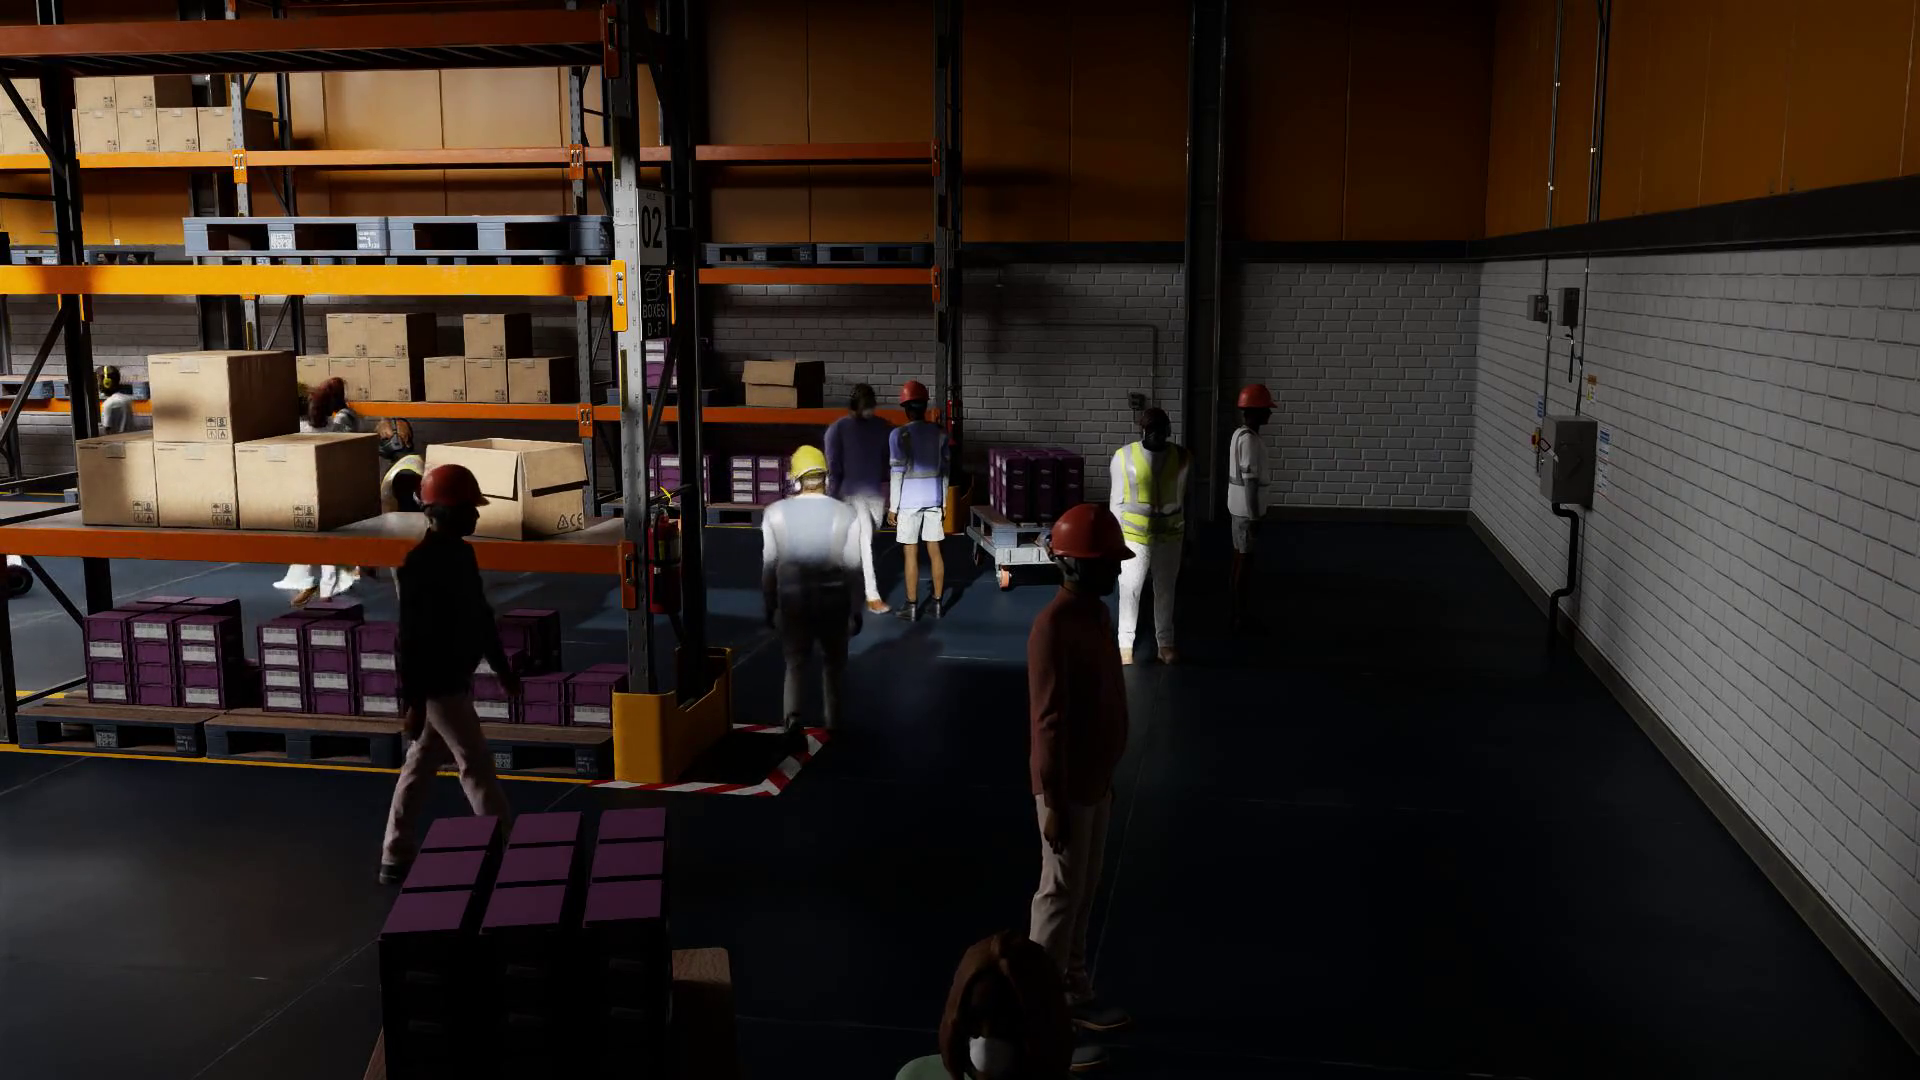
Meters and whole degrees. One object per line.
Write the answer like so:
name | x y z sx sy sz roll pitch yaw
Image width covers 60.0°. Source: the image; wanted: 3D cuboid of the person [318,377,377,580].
person | -5.493 -0.528 14.913 0.436 1.864 0.687 -2 9 -12

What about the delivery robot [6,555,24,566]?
delivery robot | -8.446 0.177 14.291 0.707 0.478 0.477 -7 12 -38

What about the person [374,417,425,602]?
person | -3.727 0.093 11.157 0.429 1.837 0.621 -4 10 -22

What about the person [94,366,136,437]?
person | -8.675 -0.840 16.889 0.751 1.844 0.563 -1 9 -6

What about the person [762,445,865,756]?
person | -0.851 0.354 9.652 0.616 1.798 0.731 0 9 1

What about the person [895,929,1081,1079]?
person | 0.079 1.498 3.040 0.501 1.636 0.280 4 10 24

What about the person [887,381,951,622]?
person | -0.343 -0.309 13.353 0.543 1.928 0.372 -5 11 -30

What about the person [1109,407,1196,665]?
person | 1.375 -0.024 11.851 0.624 1.844 0.430 -1 9 -4

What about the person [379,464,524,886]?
person | -2.197 0.628 7.453 0.999 1.940 0.629 0 9 -2

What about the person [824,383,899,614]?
person | -0.850 -0.375 13.876 0.672 1.904 0.956 -6 11 -32

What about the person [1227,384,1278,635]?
person | 2.257 -0.240 12.890 0.360 1.939 0.543 0 9 1

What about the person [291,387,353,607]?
person | -5.265 -0.331 13.714 0.631 1.861 0.455 0 9 0

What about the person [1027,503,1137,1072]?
person | 0.430 0.855 5.918 0.386 1.992 0.625 3 10 20

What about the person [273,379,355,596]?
person | -5.623 -0.448 14.369 0.958 1.889 0.600 4 10 21
